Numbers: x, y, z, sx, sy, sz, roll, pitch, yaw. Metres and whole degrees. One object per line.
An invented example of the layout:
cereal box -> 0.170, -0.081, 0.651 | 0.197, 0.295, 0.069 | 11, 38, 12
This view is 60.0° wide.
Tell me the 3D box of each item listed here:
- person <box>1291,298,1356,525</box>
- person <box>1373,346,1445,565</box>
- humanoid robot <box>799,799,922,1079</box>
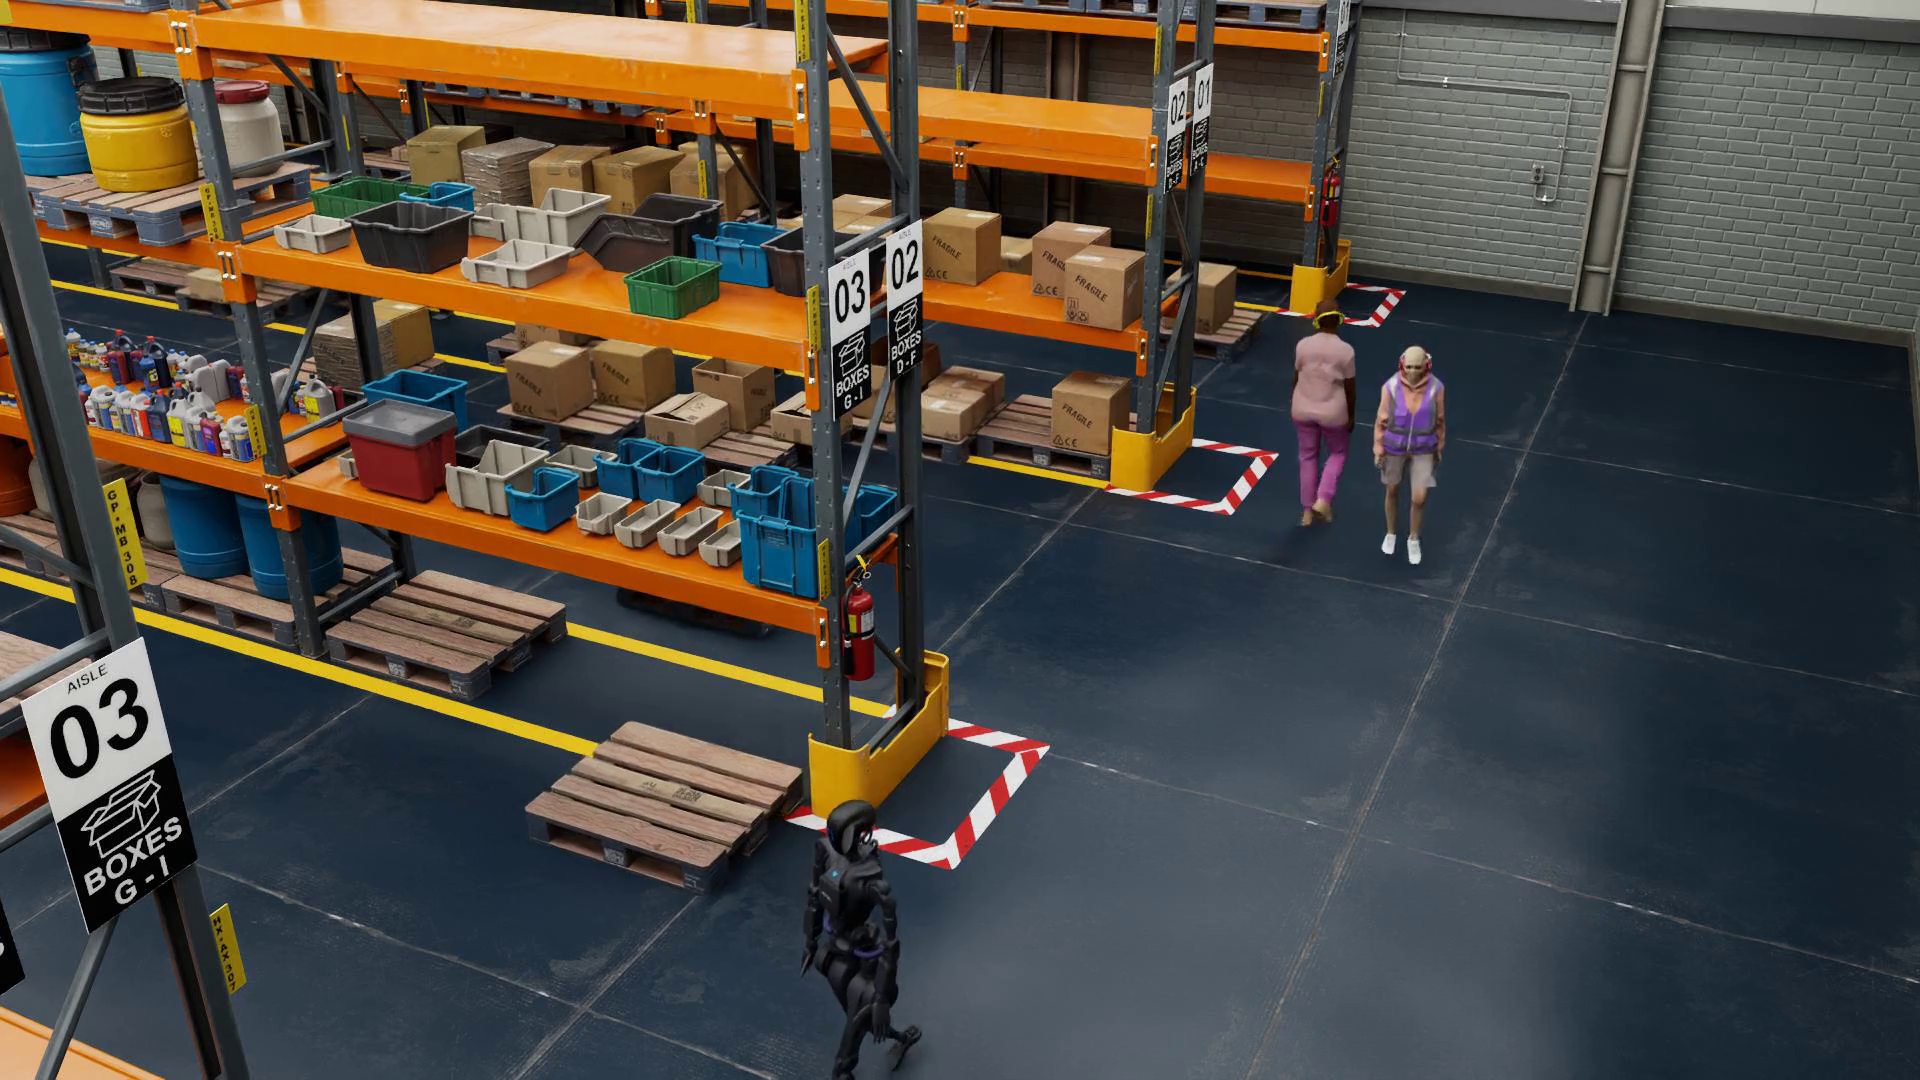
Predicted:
person -> 2.725, -0.941, 12.511 | 0.510, 1.777, 0.443 | 14, 29, 25
person -> 3.226, -0.620, 11.976 | 0.498, 1.665, 0.561 | 7, 27, 13
humanoid robot -> -0.421, 1.797, 7.130 | 0.767, 1.640, 0.600 | -22, 34, -37
